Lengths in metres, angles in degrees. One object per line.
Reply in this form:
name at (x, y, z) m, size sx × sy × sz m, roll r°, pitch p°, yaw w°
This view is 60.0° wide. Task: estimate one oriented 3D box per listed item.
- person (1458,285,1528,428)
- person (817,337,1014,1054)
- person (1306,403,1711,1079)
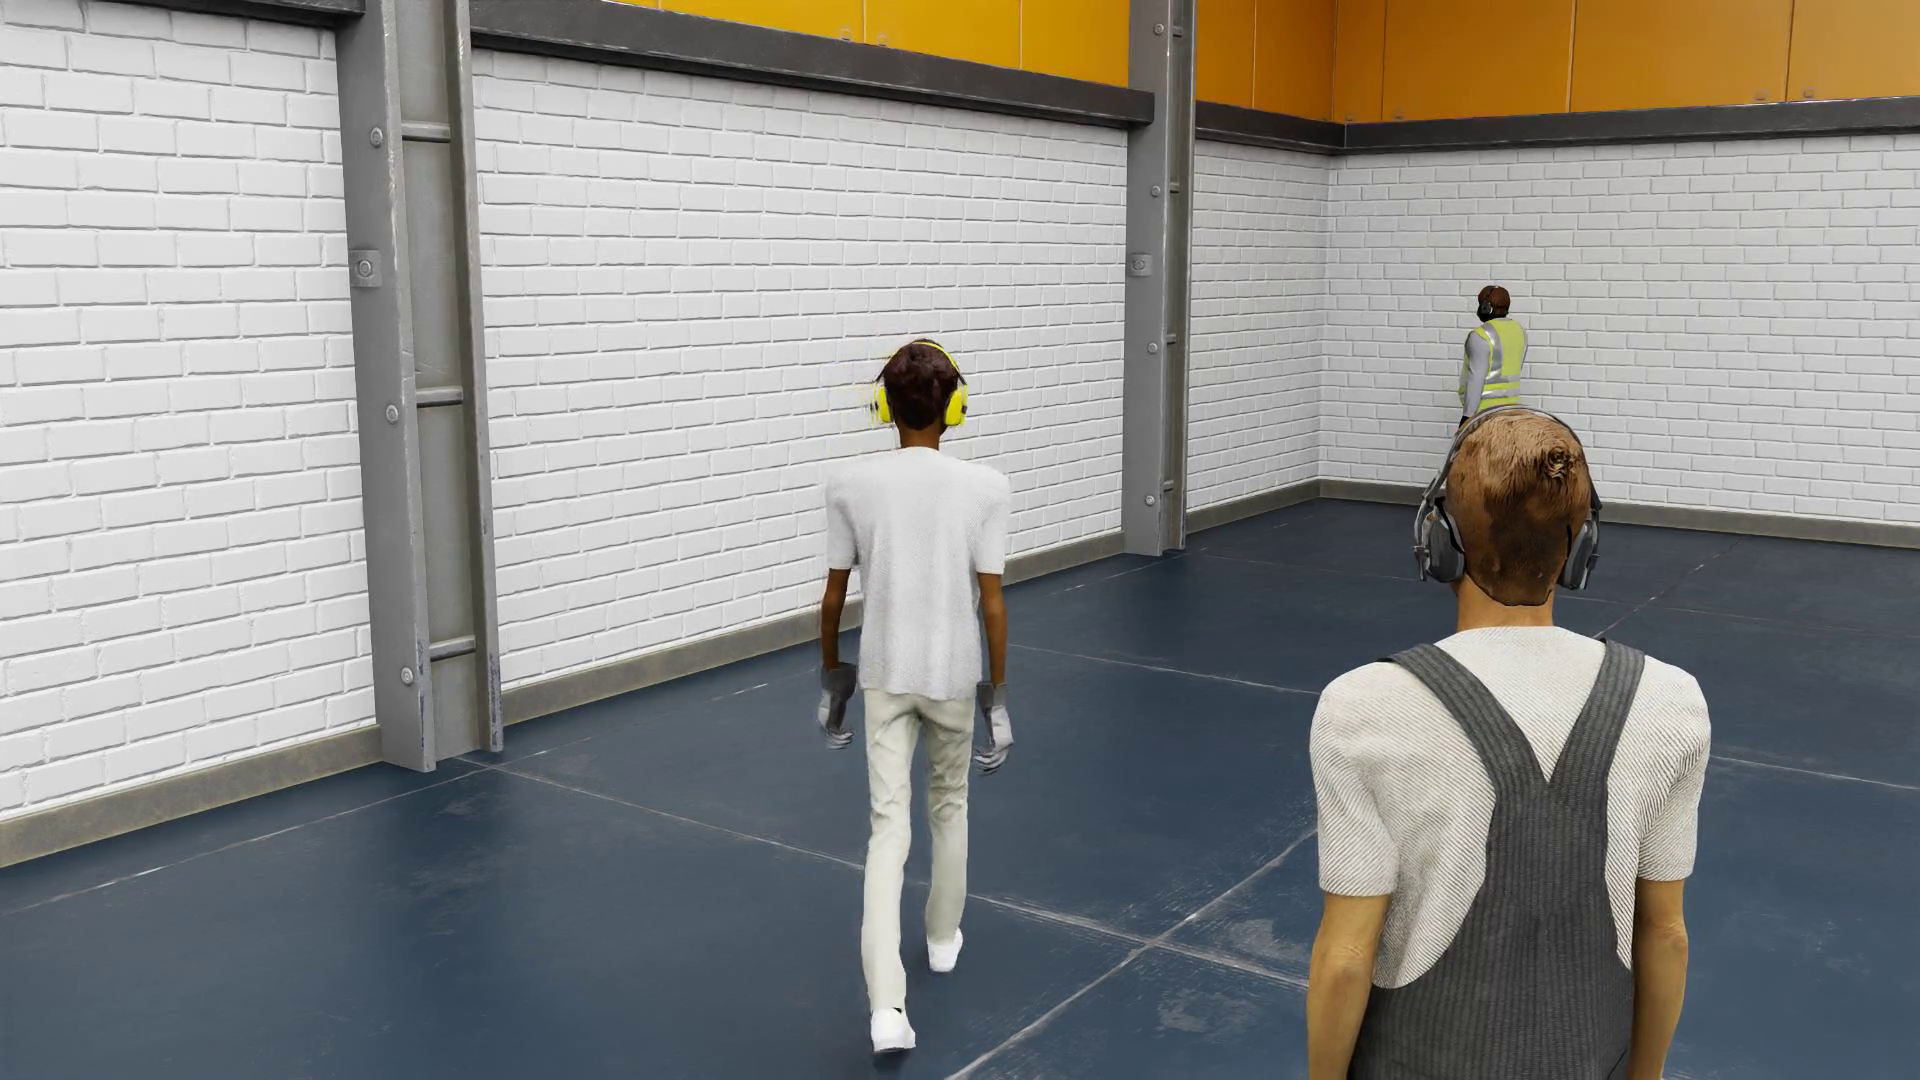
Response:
person at (3.938, -0.971, 12.419) m, size 0.626 × 1.844 × 0.429 m, roll -8°, pitch 13°, yaw -40°
person at (-0.127, 0.386, 4.384) m, size 0.533 × 1.833 × 0.951 m, roll 1°, pitch 10°, yaw 3°
person at (0.684, 0.744, 2.190) m, size 0.506 × 1.846 × 0.344 m, roll -1°, pitch 10°, yaw -6°
